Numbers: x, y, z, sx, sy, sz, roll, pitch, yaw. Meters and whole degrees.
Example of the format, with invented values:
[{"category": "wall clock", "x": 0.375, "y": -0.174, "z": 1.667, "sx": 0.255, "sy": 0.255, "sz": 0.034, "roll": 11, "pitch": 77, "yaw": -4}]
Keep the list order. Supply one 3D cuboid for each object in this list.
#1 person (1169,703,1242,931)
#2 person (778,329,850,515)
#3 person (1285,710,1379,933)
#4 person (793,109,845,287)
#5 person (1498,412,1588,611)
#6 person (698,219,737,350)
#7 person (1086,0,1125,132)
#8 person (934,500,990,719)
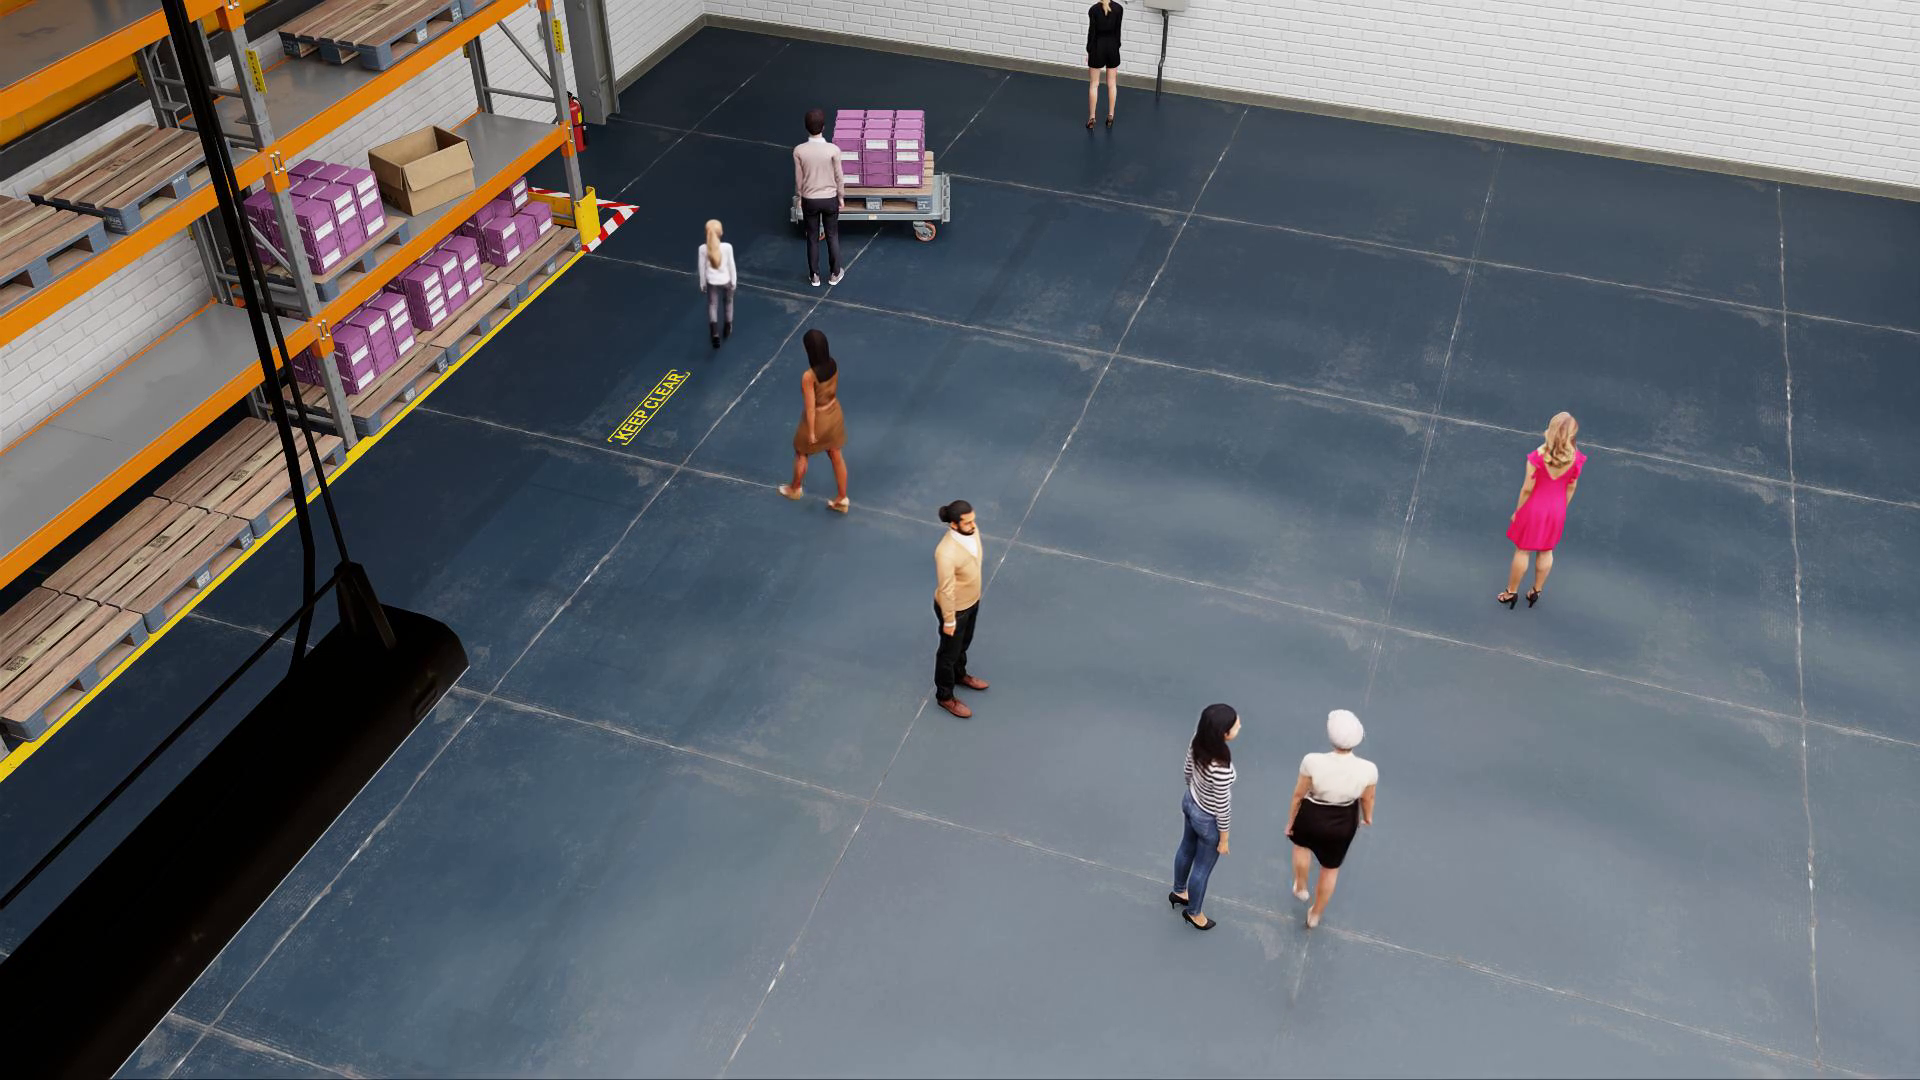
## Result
[{"category": "person", "x": 1.466, "y": 1.653, "z": 9.957, "sx": 0.727, "sy": 1.795, "sz": 0.638, "roll": -12, "pitch": 40, "yaw": -14}, {"category": "person", "x": -1.031, "y": -0.896, "z": 13.253, "sx": 0.768, "sy": 1.666, "sz": 0.856, "roll": 21, "pitch": 43, "yaw": 24}, {"category": "person", "x": 2.172, "y": 1.748, "z": 9.885, "sx": 0.718, "sy": 1.738, "sz": 0.701, "roll": 8, "pitch": 39, "yaw": 9}, {"category": "person", "x": -1.364, "y": -3.323, "z": 16.177, "sx": 0.694, "sy": 1.809, "sz": 0.671, "roll": 0, "pitch": 39, "yaw": -1}, {"category": "person", "x": 4.320, "y": -0.204, "z": 12.336, "sx": 0.641, "sy": 1.729, "sz": 0.647, "roll": -1, "pitch": 39, "yaw": -1}, {"category": "person", "x": -2.241, "y": -2.362, "z": 15.409, "sx": 0.665, "sy": 1.266, "sz": 0.842, "roll": -1, "pitch": 39, "yaw": -1}, {"category": "person", "x": 1.634, "y": -5.552, "z": 19.001, "sx": 0.647, "sy": 1.768, "sz": 0.674, "roll": -9, "pitch": 39, "yaw": -11}, {"category": "person", "x": -0.009, "y": 0.432, "z": 11.520, "sx": 0.725, "sy": 1.753, "sz": 0.512, "roll": 15, "pitch": 41, "yaw": 18}]
